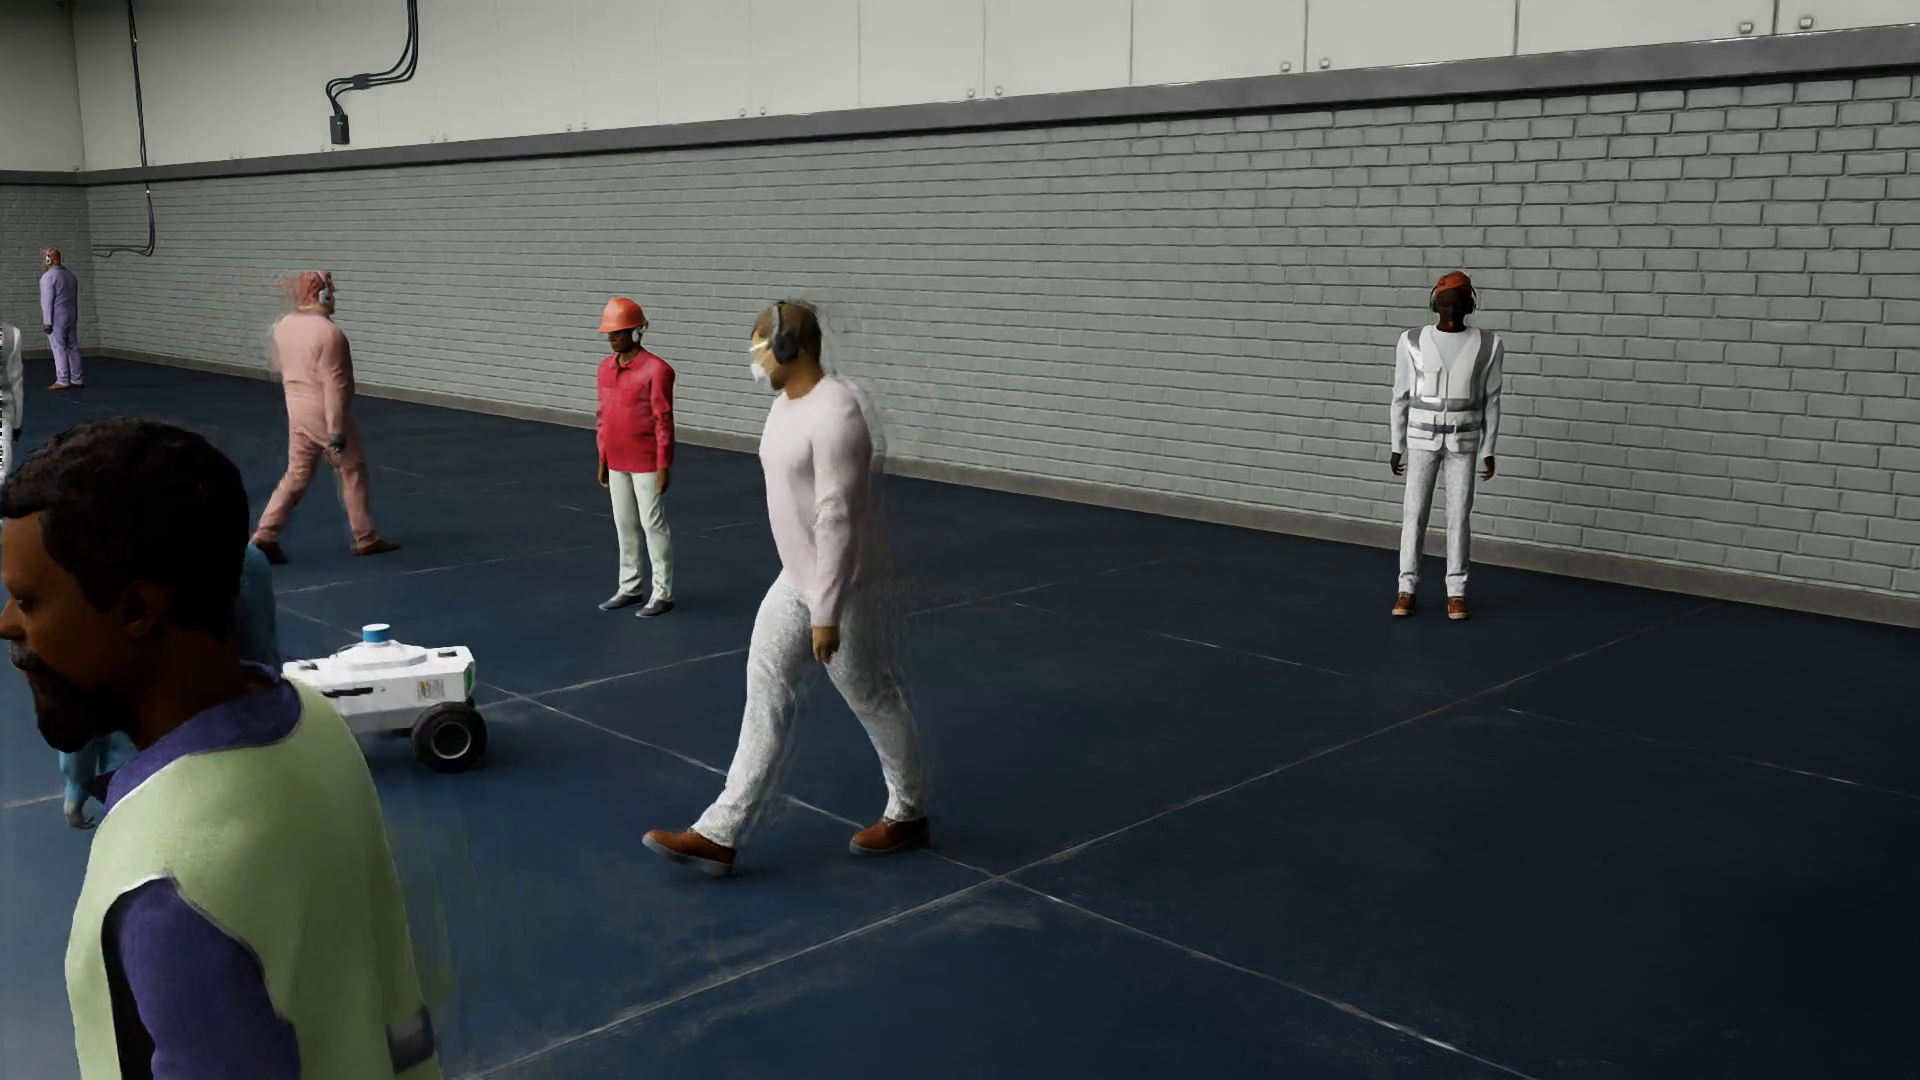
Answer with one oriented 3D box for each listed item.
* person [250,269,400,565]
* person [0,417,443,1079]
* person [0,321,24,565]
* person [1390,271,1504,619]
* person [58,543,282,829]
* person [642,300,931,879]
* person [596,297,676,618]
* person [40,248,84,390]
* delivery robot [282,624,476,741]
[{"bbox_3d":[-4.109,-0.779,10.569,0.658,1.873,0.940,7,13,34],"label":"person"},{"bbox_3d":[-0.769,0.815,1.794,0.474,1.902,0.609,-2,11,-9],"label":"person"},{"bbox_3d":[-6.358,-0.790,10.727,0.598,1.844,0.865,-8,13,-37],"label":"person"},{"bbox_3d":[2.627,-0.509,9.040,0.573,1.887,0.356,3,11,15],"label":"person"},{"bbox_3d":[-1.874,0.545,3.985,0.507,1.630,0.268,-8,13,-36],"label":"person"},{"bbox_3d":[-0.519,0.173,5.379,1.025,1.860,0.663,-6,12,-28],"label":"person"},{"bbox_3d":[-1.798,-0.449,9.105,0.571,1.743,0.351,8,13,37],"label":"person"},{"bbox_3d":[-12.186,-2.978,22.489,0.403,1.896,0.644,1,10,5],"label":"person"},{"bbox_3d":[-2.275,0.573,6.519,0.707,0.478,0.477,-4,11,-22],"label":"delivery robot"}]
